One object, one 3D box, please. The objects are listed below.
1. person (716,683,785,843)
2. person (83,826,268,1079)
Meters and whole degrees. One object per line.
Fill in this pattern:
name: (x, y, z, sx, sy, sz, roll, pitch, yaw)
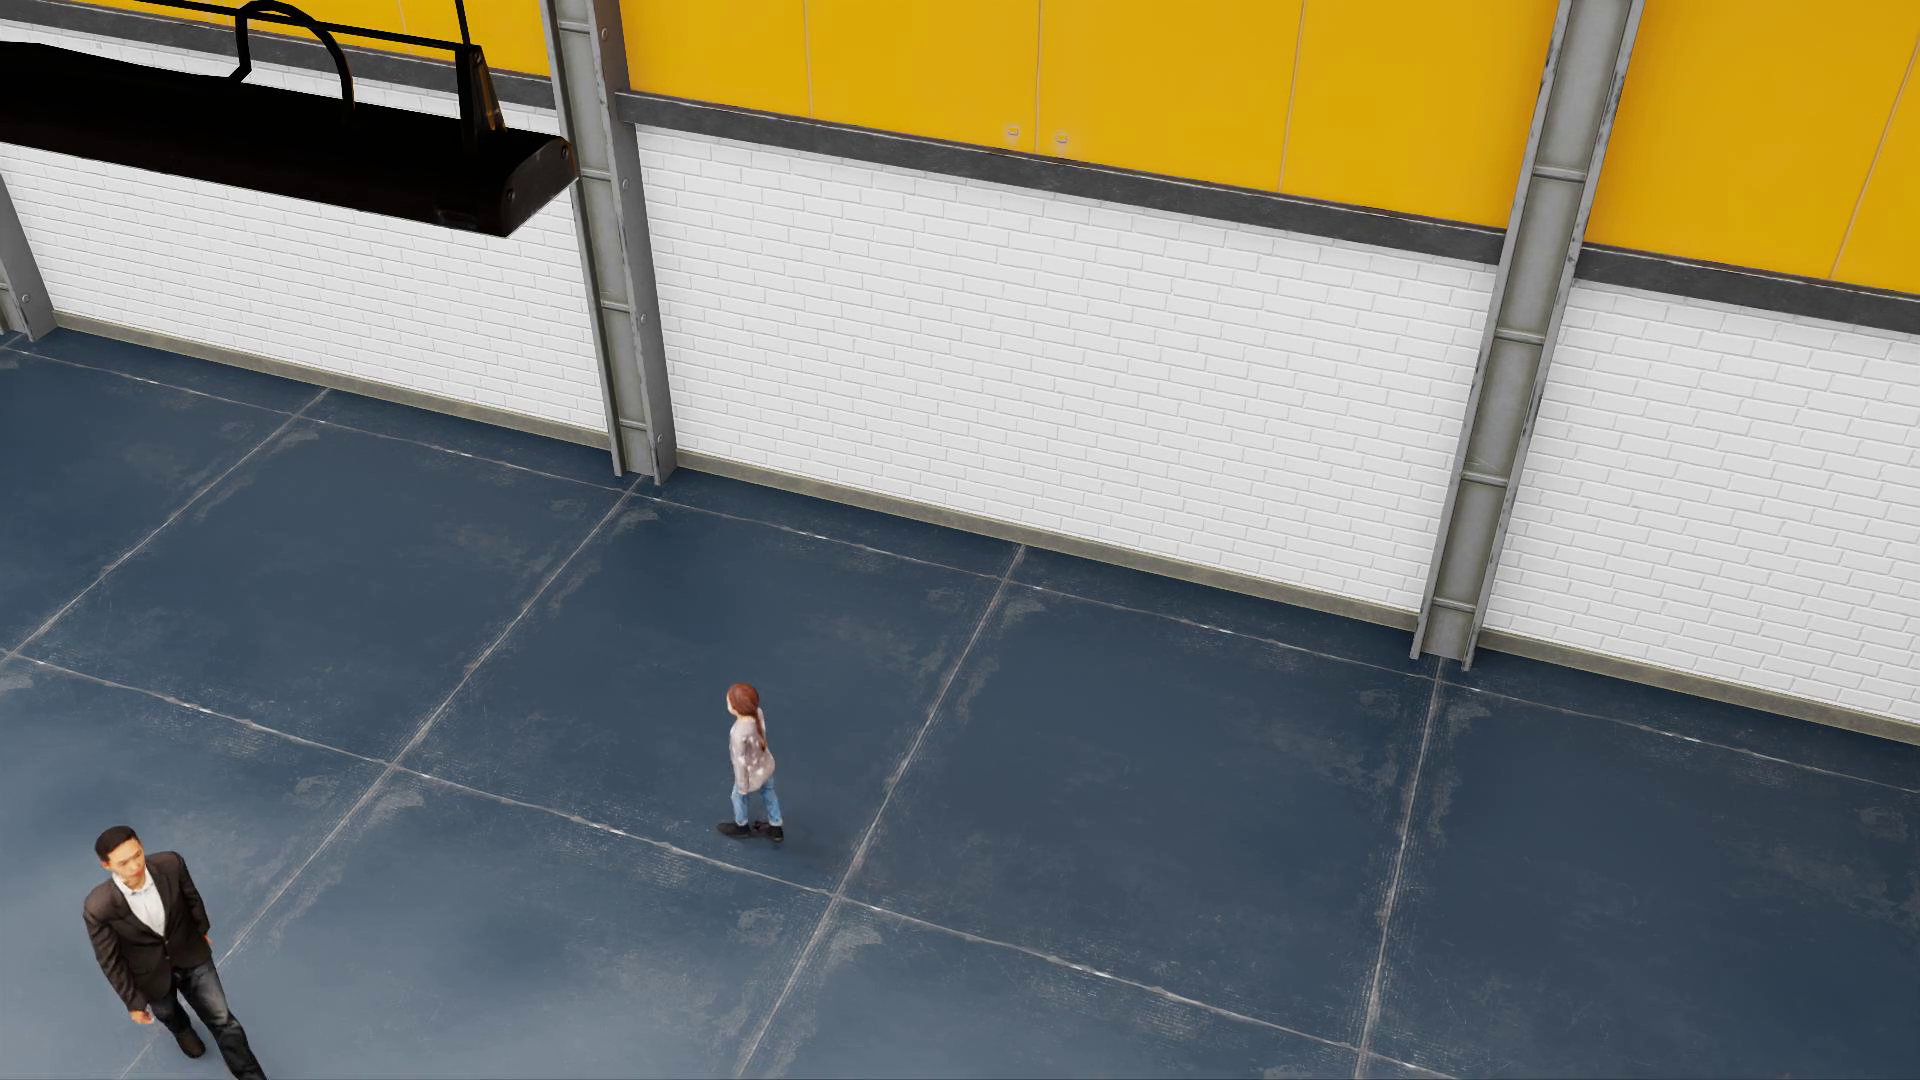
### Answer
person: (-1.135, 1.308, 9.486, 0.620, 1.181, 0.521, 16, 41, 19)
person: (-3.935, 2.022, 8.129, 1.244, 1.760, 1.002, 32, 48, 33)
